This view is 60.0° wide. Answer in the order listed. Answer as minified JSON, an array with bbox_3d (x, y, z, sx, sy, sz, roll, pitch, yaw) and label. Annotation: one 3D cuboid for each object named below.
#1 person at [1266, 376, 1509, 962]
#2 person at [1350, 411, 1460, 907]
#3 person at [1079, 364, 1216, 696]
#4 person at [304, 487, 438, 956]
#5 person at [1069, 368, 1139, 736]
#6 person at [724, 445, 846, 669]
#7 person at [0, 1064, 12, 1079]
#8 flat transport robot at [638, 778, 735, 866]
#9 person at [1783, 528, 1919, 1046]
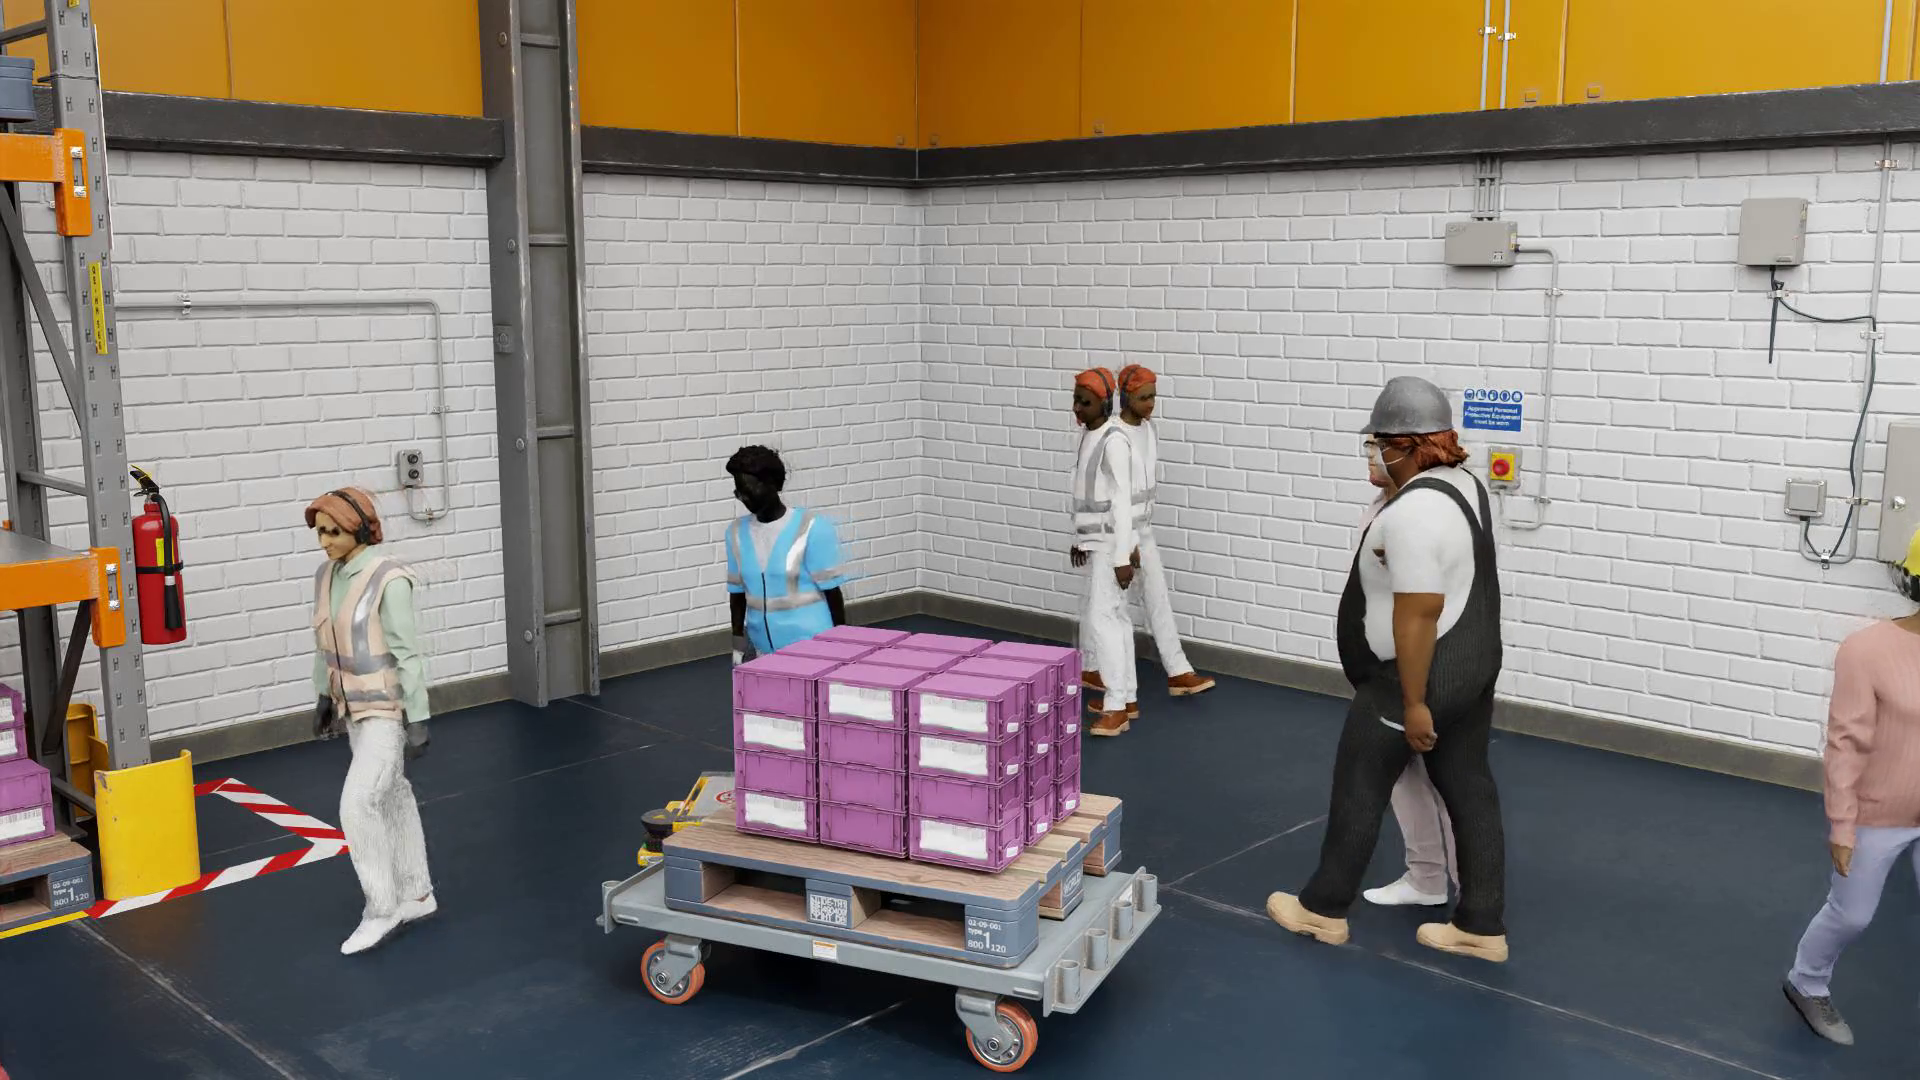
[{"bbox_3d":[1.503,0.418,5.750,0.919,2.000,0.702,8,12,40],"label":"person"},{"bbox_3d":[1.655,0.461,5.986,0.483,1.884,0.770,-3,10,-18],"label":"person"},{"bbox_3d":[0.994,-0.028,9.077,0.930,1.843,0.602,8,12,41],"label":"person"},{"bbox_3d":[-2.083,0.617,5.782,0.557,1.612,0.558,8,12,40],"label":"person"},{"bbox_3d":[0.758,0.041,8.600,0.400,1.864,0.724,-1,9,-7],"label":"person"},{"bbox_3d":[-0.715,0.439,6.761,0.561,1.664,0.408,6,11,31],"label":"person"},{"bbox_3d":[-2.697,0.865,3.984,0.529,1.726,0.898,6,11,33],"label":"person"},{"bbox_3d":[-0.532,1.136,6.761,1.431,0.197,0.652,0,9,1],"label":"flat transport robot"},{"bbox_3d":[2.670,0.751,4.720,0.544,1.713,0.894,1,9,5],"label":"person"}]
